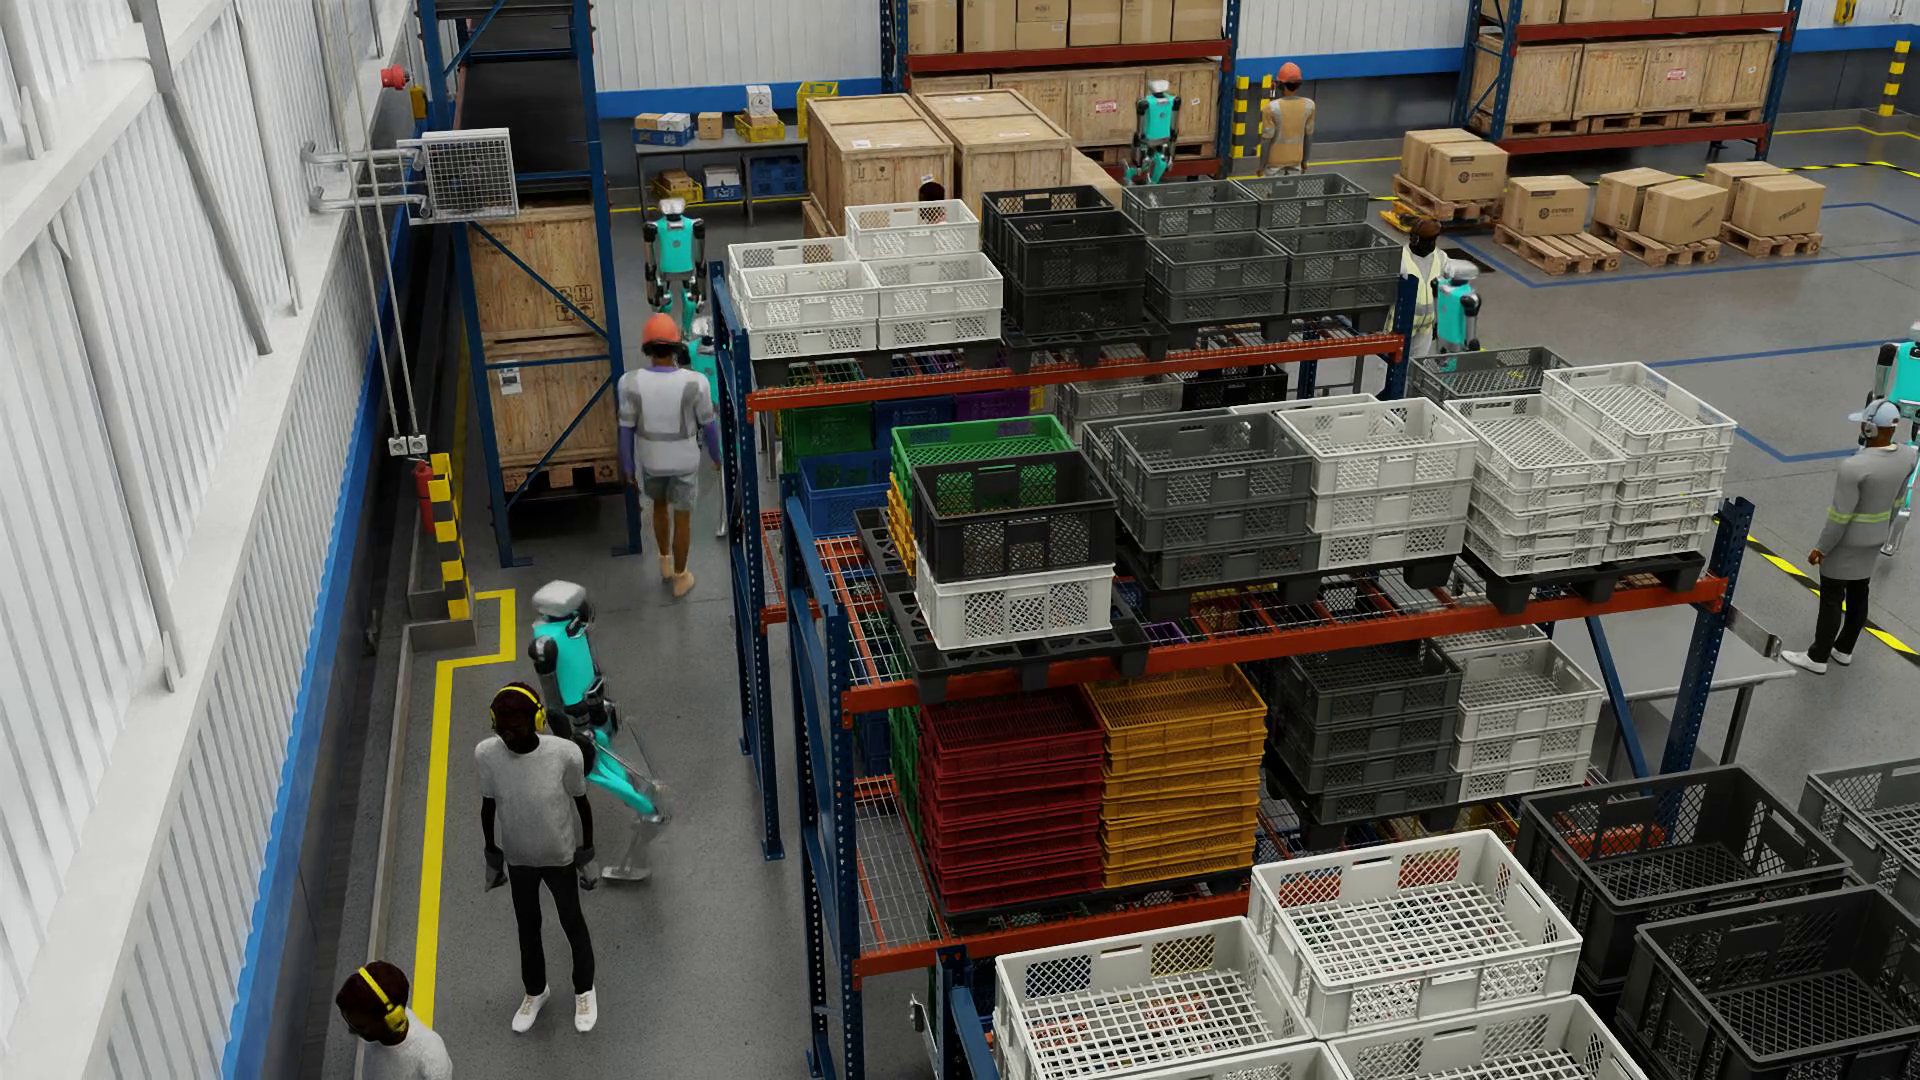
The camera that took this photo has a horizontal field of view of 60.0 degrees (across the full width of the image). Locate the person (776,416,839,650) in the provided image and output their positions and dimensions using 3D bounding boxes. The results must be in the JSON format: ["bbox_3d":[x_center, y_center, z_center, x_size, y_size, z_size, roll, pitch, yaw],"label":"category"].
[{"bbox_3d":[-0.914,-0.068,10.501,0.499,1.838,0.343,-18,32,-30],"label":"person"}]

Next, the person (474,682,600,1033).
[{"bbox_3d":[-1.913,1.455,7.569,0.530,1.869,0.316,0,28,1],"label":"person"}]

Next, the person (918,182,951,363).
[{"bbox_3d":[-0.186,-2.142,14.344,0.372,1.914,0.596,-3,28,-6],"label":"person"}]

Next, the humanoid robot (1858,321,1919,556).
[{"bbox_3d":[6.532,-0.648,11.556,0.533,1.677,0.735,14,31,24],"label":"humanoid robot"}]

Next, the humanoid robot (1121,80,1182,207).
[{"bbox_3d":[2.101,-4.309,18.648,0.538,1.761,0.886,-10,29,-18],"label":"humanoid robot"}]

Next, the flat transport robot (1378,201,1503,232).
[{"bbox_3d":[5.639,-3.779,19.186,1.431,0.197,0.652,-6,28,-12],"label":"flat transport robot"}]

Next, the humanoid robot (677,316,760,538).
[{"bbox_3d":[-1.676,-0.818,12.051,0.537,1.819,0.674,6,28,12],"label":"humanoid robot"}]

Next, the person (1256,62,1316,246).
[{"bbox_3d":[3.483,-4.107,17.934,0.606,2.047,0.366,-8,29,-15],"label":"person"}]

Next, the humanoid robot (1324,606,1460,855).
[{"bbox_3d":[2.328,1.052,8.598,0.802,1.625,0.589,-1,28,-3],"label":"humanoid robot"}]

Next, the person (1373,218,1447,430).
[{"bbox_3d":[3.709,-1.761,13.713,0.622,1.837,0.429,-9,29,-16],"label":"person"}]

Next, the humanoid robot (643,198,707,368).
[{"bbox_3d":[-2.500,-2.136,14.654,0.539,1.898,0.720,-8,29,-14],"label":"humanoid robot"}]

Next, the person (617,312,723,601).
[{"bbox_3d":[-1.937,-0.578,11.260,0.630,2.026,0.570,2,28,4],"label":"person"}]

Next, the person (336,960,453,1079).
[{"bbox_3d":[-1.978,2.261,6.046,0.516,1.865,0.328,22,35,35],"label":"person"}]

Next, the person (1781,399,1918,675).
[{"bbox_3d":[5.563,-0.023,10.393,0.587,1.851,0.392,-11,30,-21],"label":"person"}]

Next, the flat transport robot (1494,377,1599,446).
[{"bbox_3d":[4.780,-1.036,14.013,0.659,0.231,1.431,-6,28,-12],"label":"flat transport robot"}]

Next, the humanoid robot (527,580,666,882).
[{"bbox_3d":[-1.741,1.096,8.507,0.748,1.886,0.551,4,28,8],"label":"humanoid robot"}]

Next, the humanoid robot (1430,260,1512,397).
[{"bbox_3d":[4.055,-1.332,13.115,0.842,1.857,0.543,-10,29,-18],"label":"humanoid robot"}]
